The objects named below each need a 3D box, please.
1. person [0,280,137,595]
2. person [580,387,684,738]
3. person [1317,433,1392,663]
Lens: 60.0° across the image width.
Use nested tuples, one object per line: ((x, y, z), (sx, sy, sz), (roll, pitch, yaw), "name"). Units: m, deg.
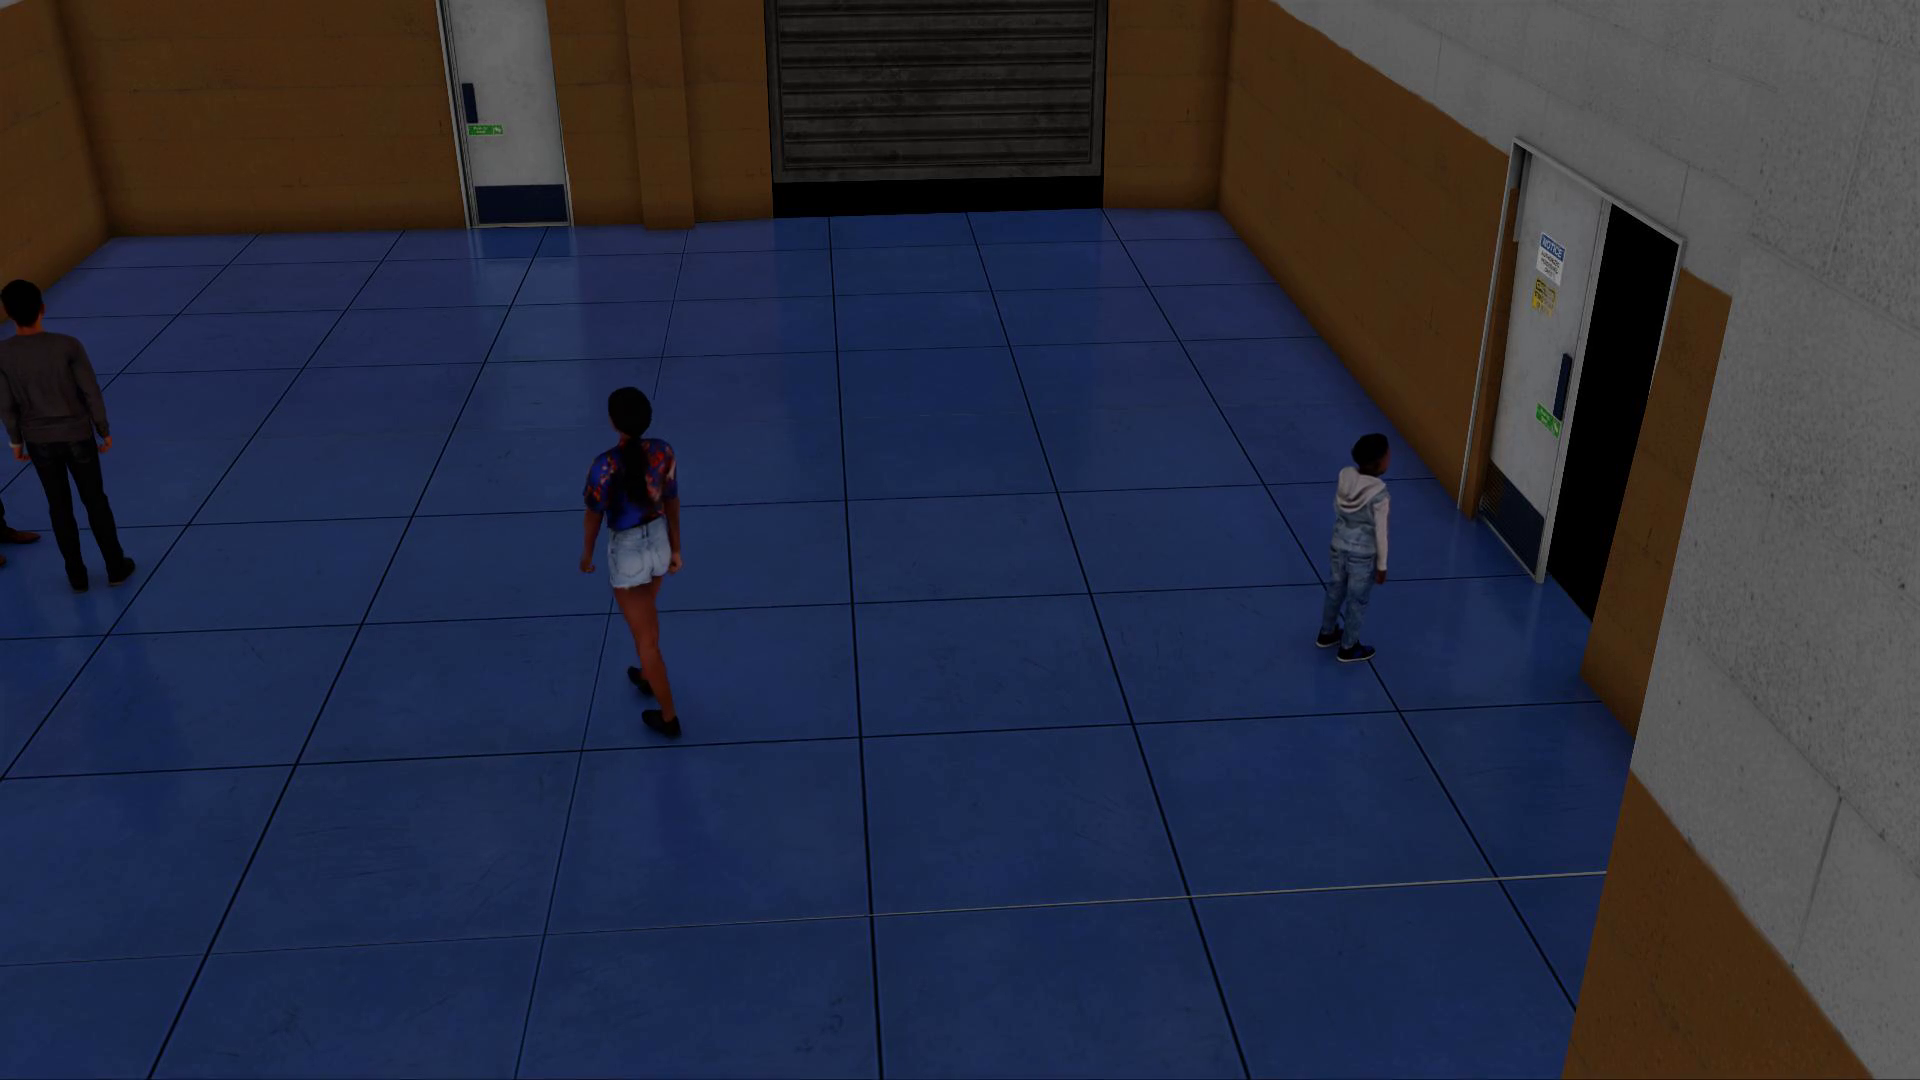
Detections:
((-4.911, -0.549, 9.055), (0.563, 1.766, 0.764), (7, 28, 14), "person")
((-1.441, 0.141, 7.746), (0.908, 1.720, 0.936), (-24, 36, -39), "person")
((2.009, 0.038, 8.459), (0.614, 1.256, 0.581), (-16, 31, -29), "person")
